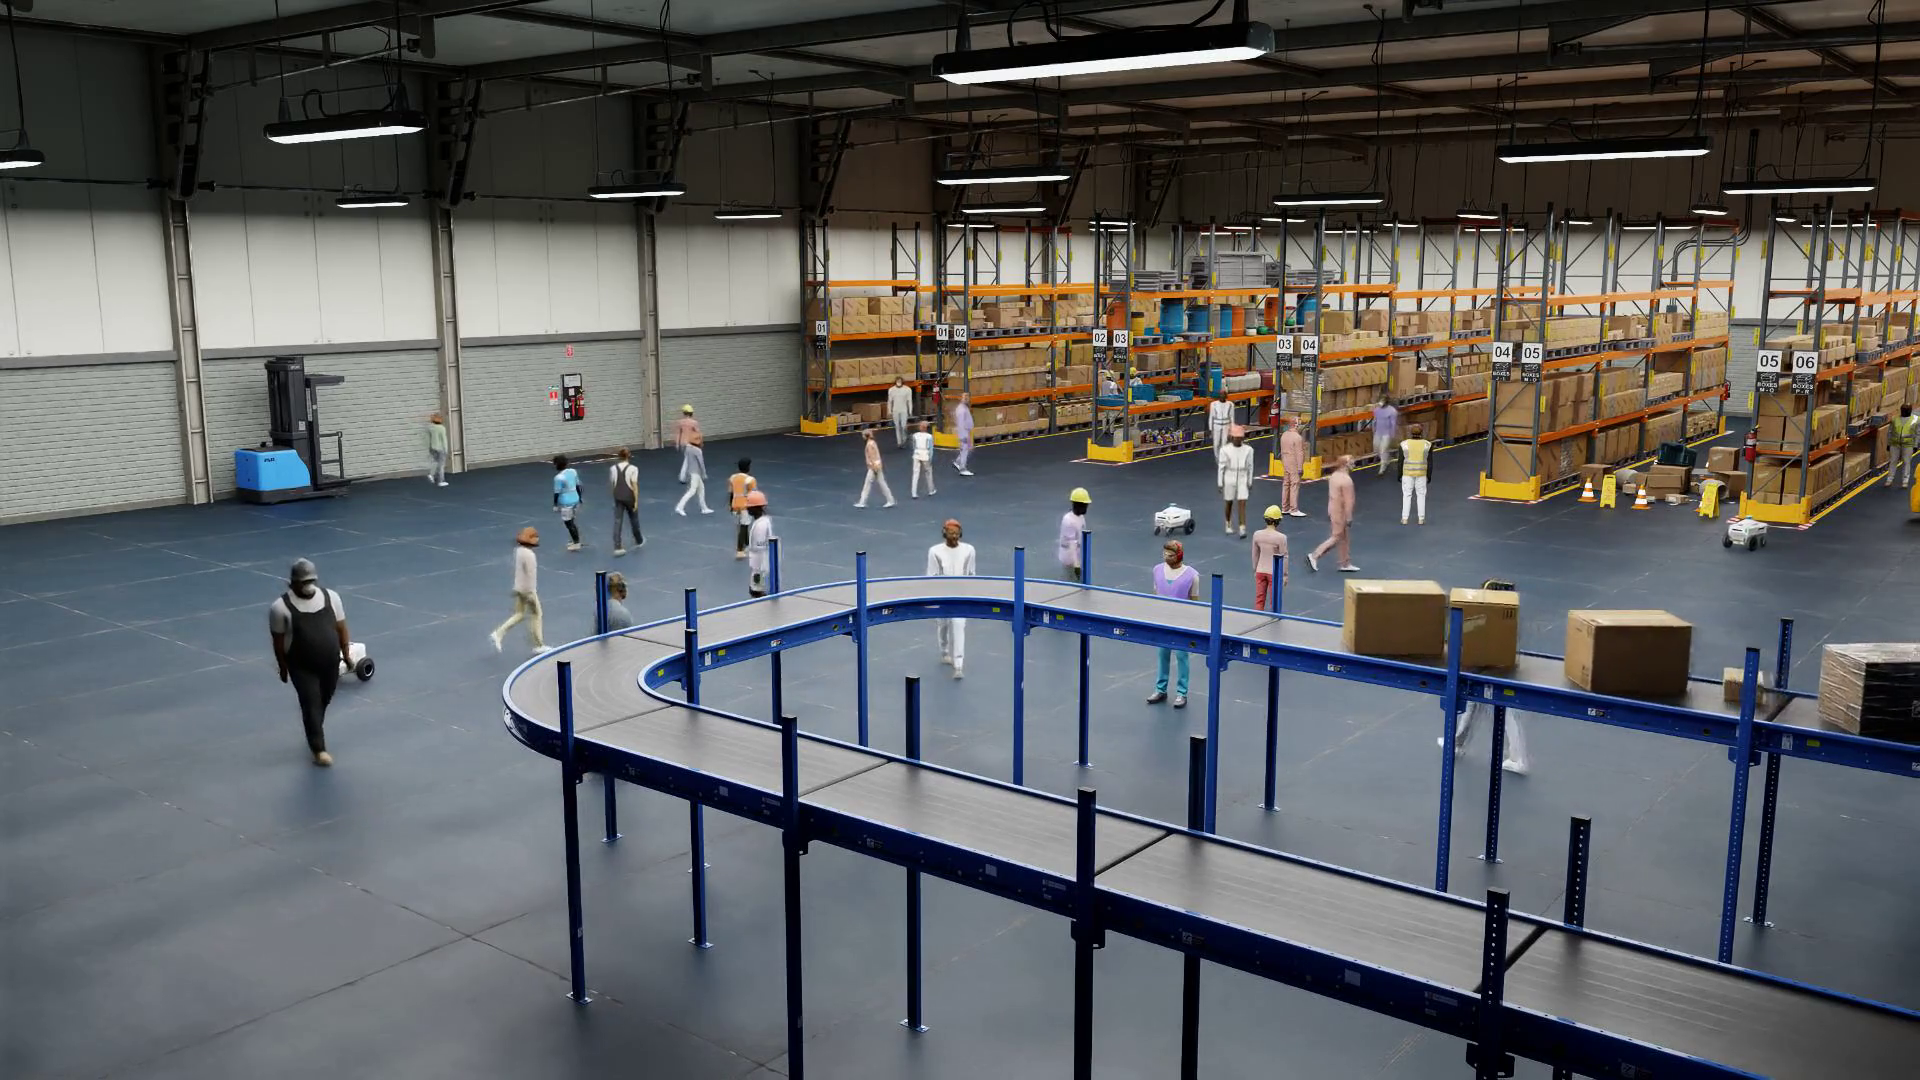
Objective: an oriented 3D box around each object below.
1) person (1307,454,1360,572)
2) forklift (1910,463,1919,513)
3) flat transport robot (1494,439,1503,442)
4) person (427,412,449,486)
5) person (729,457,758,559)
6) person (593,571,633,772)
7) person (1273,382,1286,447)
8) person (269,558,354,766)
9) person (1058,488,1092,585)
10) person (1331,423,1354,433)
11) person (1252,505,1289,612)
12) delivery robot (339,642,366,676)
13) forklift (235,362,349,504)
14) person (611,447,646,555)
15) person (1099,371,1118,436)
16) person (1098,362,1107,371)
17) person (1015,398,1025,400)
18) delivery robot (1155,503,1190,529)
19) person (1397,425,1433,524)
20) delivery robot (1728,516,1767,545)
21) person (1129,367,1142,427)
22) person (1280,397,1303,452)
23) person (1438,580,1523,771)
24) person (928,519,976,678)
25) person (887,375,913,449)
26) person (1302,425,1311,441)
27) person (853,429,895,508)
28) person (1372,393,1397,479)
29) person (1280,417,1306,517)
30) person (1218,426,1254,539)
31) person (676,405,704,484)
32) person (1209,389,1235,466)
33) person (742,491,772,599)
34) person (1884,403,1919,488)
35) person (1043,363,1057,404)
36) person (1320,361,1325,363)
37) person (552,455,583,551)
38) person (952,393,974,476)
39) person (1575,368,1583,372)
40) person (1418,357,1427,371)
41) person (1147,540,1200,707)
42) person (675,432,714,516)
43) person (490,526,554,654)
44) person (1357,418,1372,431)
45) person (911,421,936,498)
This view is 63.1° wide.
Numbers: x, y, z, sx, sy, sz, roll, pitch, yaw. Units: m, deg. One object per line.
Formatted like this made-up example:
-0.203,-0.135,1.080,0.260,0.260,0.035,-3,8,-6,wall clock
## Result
5.883,-0.414,24.519,0.827,1.879,0.655,-1,10,-3,person
19.034,-1.348,28.998,2.313,2.155,1.214,8,13,37,forklift
15.121,-2.712,42.084,1.431,0.197,0.652,9,13,41,flat transport robot
-11.347,-1.972,33.999,0.523,1.617,0.397,4,11,24,person
-3.478,-0.542,25.799,0.555,1.664,0.765,7,12,34,person
-3.299,1.251,15.081,0.725,1.897,0.663,-8,13,-39,person
8.480,-3.296,41.044,0.533,1.767,0.327,7,12,35,person
-6.412,1.138,15.438,0.678,2.000,0.977,-10,14,-44,person
1.533,0.253,20.699,0.548,1.902,0.601,5,11,25,person
10.926,-3.997,44.659,0.561,1.883,0.990,10,14,44,person
3.982,0.435,20.045,0.522,1.769,0.310,10,14,43,person
-7.207,1.367,18.067,0.477,0.478,0.707,3,10,17,delivery robot
-13.803,-2.244,32.110,1.129,2.768,1.873,8,13,37,forklift
-5.597,-0.666,26.207,0.511,1.785,0.988,2,10,11,person
4.203,-3.834,43.889,0.600,1.828,0.404,8,13,40,person
4.648,-5.259,51.450,0.611,2.009,0.948,9,14,42,person
1.889,-4.763,48.866,0.574,1.919,0.527,7,12,34,person
3.820,-0.412,28.075,0.477,0.478,0.707,9,14,42,delivery robot
8.462,-1.216,29.125,0.633,1.842,0.429,2,10,12,person
13.466,-0.173,26.733,0.707,0.478,0.477,-7,12,-35,delivery robot
5.011,-4.097,45.396,0.403,1.822,0.589,-8,13,-39,person
8.410,-3.082,39.483,0.552,1.901,0.950,9,14,42,person
5.125,1.287,15.148,0.532,1.804,1.000,-5,11,-27,person
-0.108,0.651,18.630,0.582,1.845,0.972,-1,10,-6,person
-1.588,-3.328,40.783,0.661,1.919,0.622,2,10,10,person
9.177,-3.481,41.450,0.621,1.989,0.398,-4,11,-23,person
-1.674,-1.417,31.004,0.828,1.579,0.537,2,10,9,person
9.601,-2.360,35.353,0.526,1.925,0.630,-8,13,-39,person
6.422,-1.414,30.058,0.407,1.910,0.638,-4,11,-20,person
4.885,-1.040,27.739,0.637,1.983,1.072,0,10,1,person
-5.996,-2.114,34.525,0.531,1.723,0.896,5,11,28,person
6.227,-2.660,37.167,0.609,1.868,0.453,1,10,4,person
-2.555,0.314,20.285,0.535,1.922,0.564,-1,10,-3,person
20.375,-2.047,33.824,0.621,1.838,0.429,9,13,41,person
2.730,-4.474,47.497,0.404,1.826,0.600,-8,13,-39,person
11.684,-5.016,50.657,0.634,1.801,0.956,8,13,38,person
-6.610,-0.628,26.315,0.444,1.654,0.591,3,11,18,person
0.111,-2.416,35.740,0.448,1.892,0.646,1,10,7,person
17.347,-3.871,43.940,0.595,1.899,0.599,3,11,18,person
14.183,-4.728,48.587,0.645,1.942,0.715,7,12,33,person
2.360,0.903,17.210,0.563,1.837,0.388,8,13,37,person
-5.144,-1.274,30.131,0.789,1.602,0.500,-6,12,-30,person
-5.449,0.634,19.386,0.671,1.606,0.536,-7,12,-36,person
11.035,-3.639,42.522,0.590,1.926,0.388,8,13,39,person
-0.774,-1.670,32.389,0.509,1.587,0.864,4,11,21,person
